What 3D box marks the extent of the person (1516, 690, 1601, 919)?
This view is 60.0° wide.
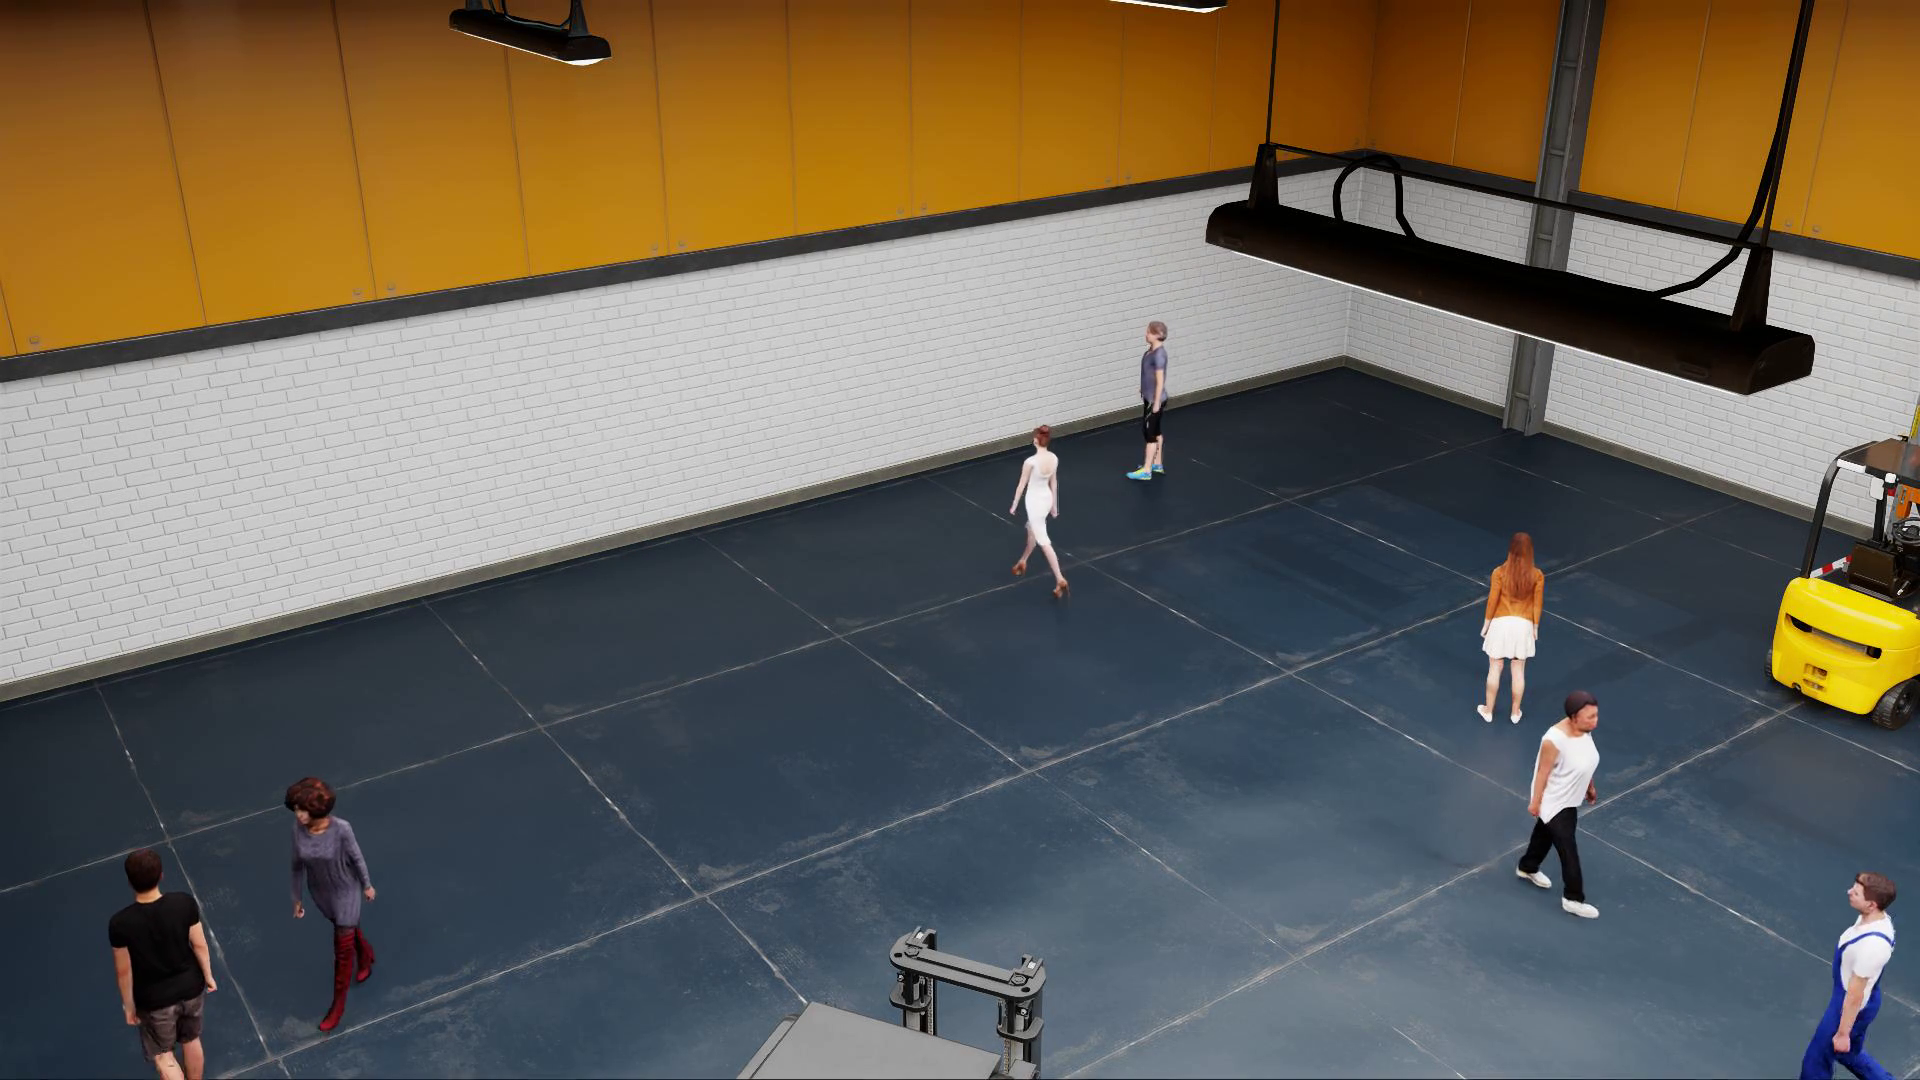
[{"bbox_3d":[4.217,1.795,11.838,0.992,1.660,0.767,21,31,40],"label":"person"}]

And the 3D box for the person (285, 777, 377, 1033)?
[{"bbox_3d":[-4.018,2.244,10.796,1.064,1.671,1.149,2,24,6],"label":"person"}]

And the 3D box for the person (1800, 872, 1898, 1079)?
[{"bbox_3d":[5.190,2.721,9.499,1.172,1.835,0.888,15,28,31],"label":"person"}]

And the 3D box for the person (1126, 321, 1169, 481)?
[{"bbox_3d":[2.297,-1.648,19.422,0.890,1.894,0.816,0,24,0],"label":"person"}]

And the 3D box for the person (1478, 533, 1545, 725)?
[{"bbox_3d":[4.688,0.753,14.152,0.719,1.716,0.774,3,24,8],"label":"person"}]

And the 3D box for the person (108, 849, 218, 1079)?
[{"bbox_3d":[-4.550,2.664,9.629,0.723,1.838,1.012,-20,31,-38],"label":"person"}]

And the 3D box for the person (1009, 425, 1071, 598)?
[{"bbox_3d":[0.836,-0.237,16.381,0.637,1.743,1.094,-18,29,-35],"label":"person"}]
